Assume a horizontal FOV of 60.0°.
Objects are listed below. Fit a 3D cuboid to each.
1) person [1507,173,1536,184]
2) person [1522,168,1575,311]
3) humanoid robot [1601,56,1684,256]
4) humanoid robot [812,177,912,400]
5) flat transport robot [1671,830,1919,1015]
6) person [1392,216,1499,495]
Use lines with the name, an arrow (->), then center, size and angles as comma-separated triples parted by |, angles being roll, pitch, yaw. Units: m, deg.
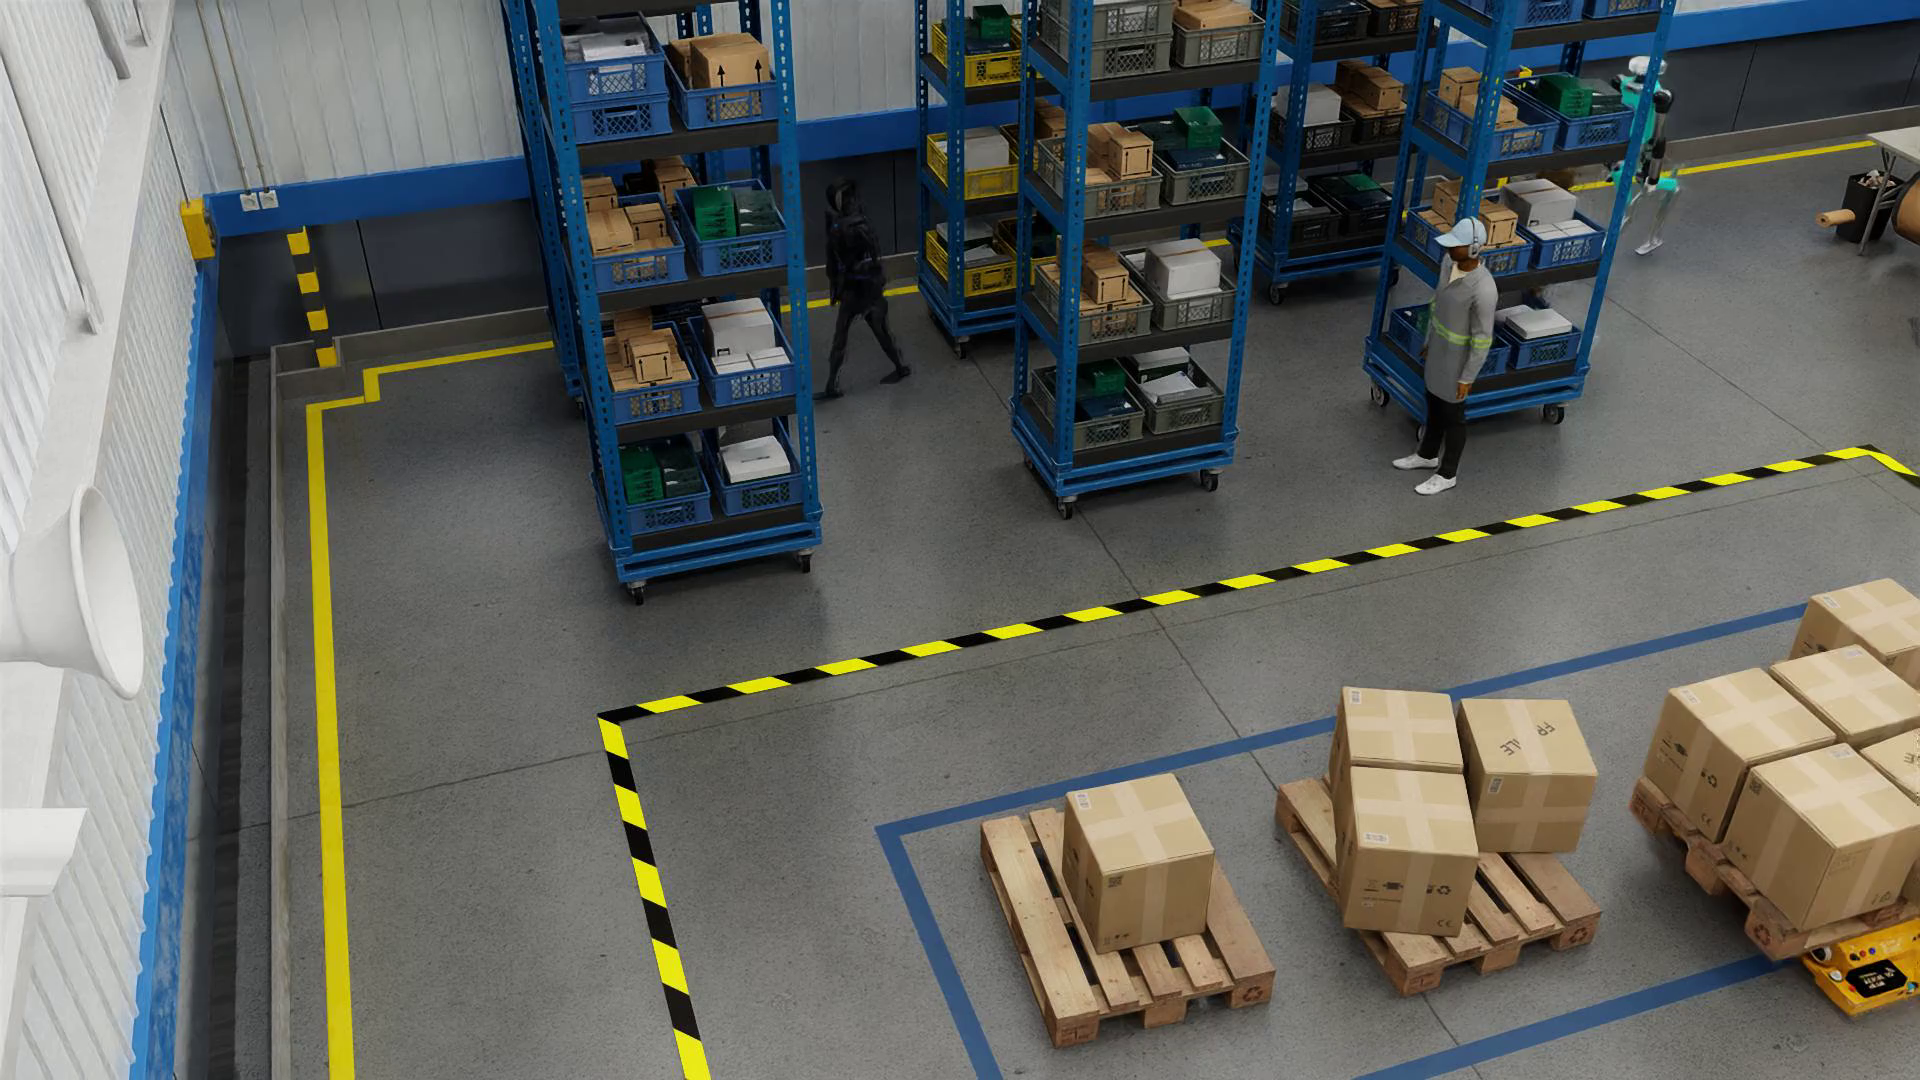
person -> 4.035, -2.283, 11.924 | 0.504, 1.846, 0.345 | -18, 39, -23
person -> 3.946, -1.890, 11.463 | 0.373, 1.719, 0.509 | 6, 36, 8
humanoid robot -> 5.380, -2.942, 12.995 | 1.023, 1.762, 0.542 | -19, 39, -24
humanoid robot -> -0.678, -1.701, 11.302 | 0.835, 1.613, 0.608 | -27, 43, -33
flat transport robot -> 3.952, 1.552, 7.831 | 0.652, 0.197, 1.431 | -11, 37, -15
person -> 3.012, -1.135, 10.290 | 0.399, 1.851, 0.592 | -7, 36, -9
